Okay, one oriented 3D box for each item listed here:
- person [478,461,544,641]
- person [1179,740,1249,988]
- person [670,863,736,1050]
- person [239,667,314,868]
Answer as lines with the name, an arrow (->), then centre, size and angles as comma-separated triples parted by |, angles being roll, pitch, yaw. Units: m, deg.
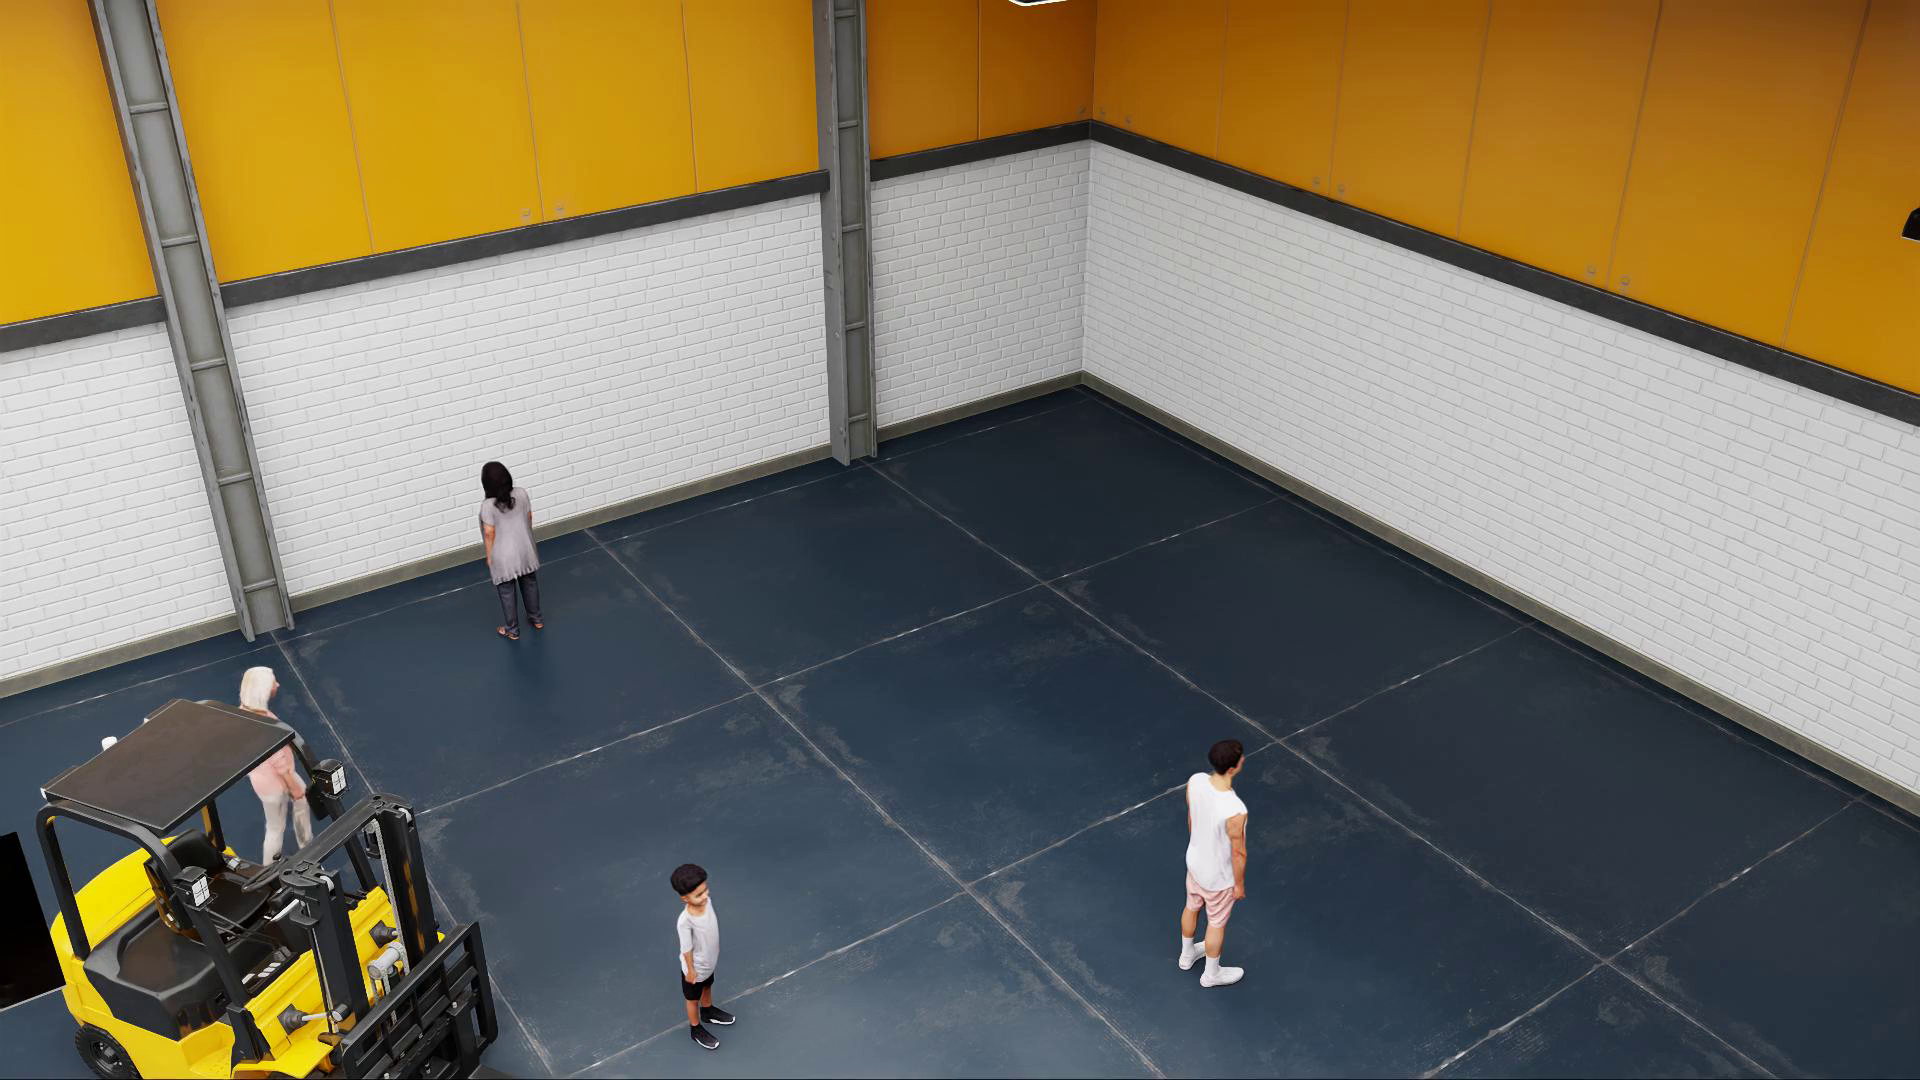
person -> -3.801, 0.066, 14.059 | 0.748, 1.613, 0.655 | 24, 36, 36
person -> 1.568, 1.998, 10.335 | 0.556, 1.787, 0.650 | -17, 33, -28
person -> -1.577, 2.473, 10.013 | 0.639, 1.262, 0.566 | 11, 30, 19
person -> -4.694, 1.612, 11.125 | 0.741, 1.707, 0.612 | -18, 34, -30
